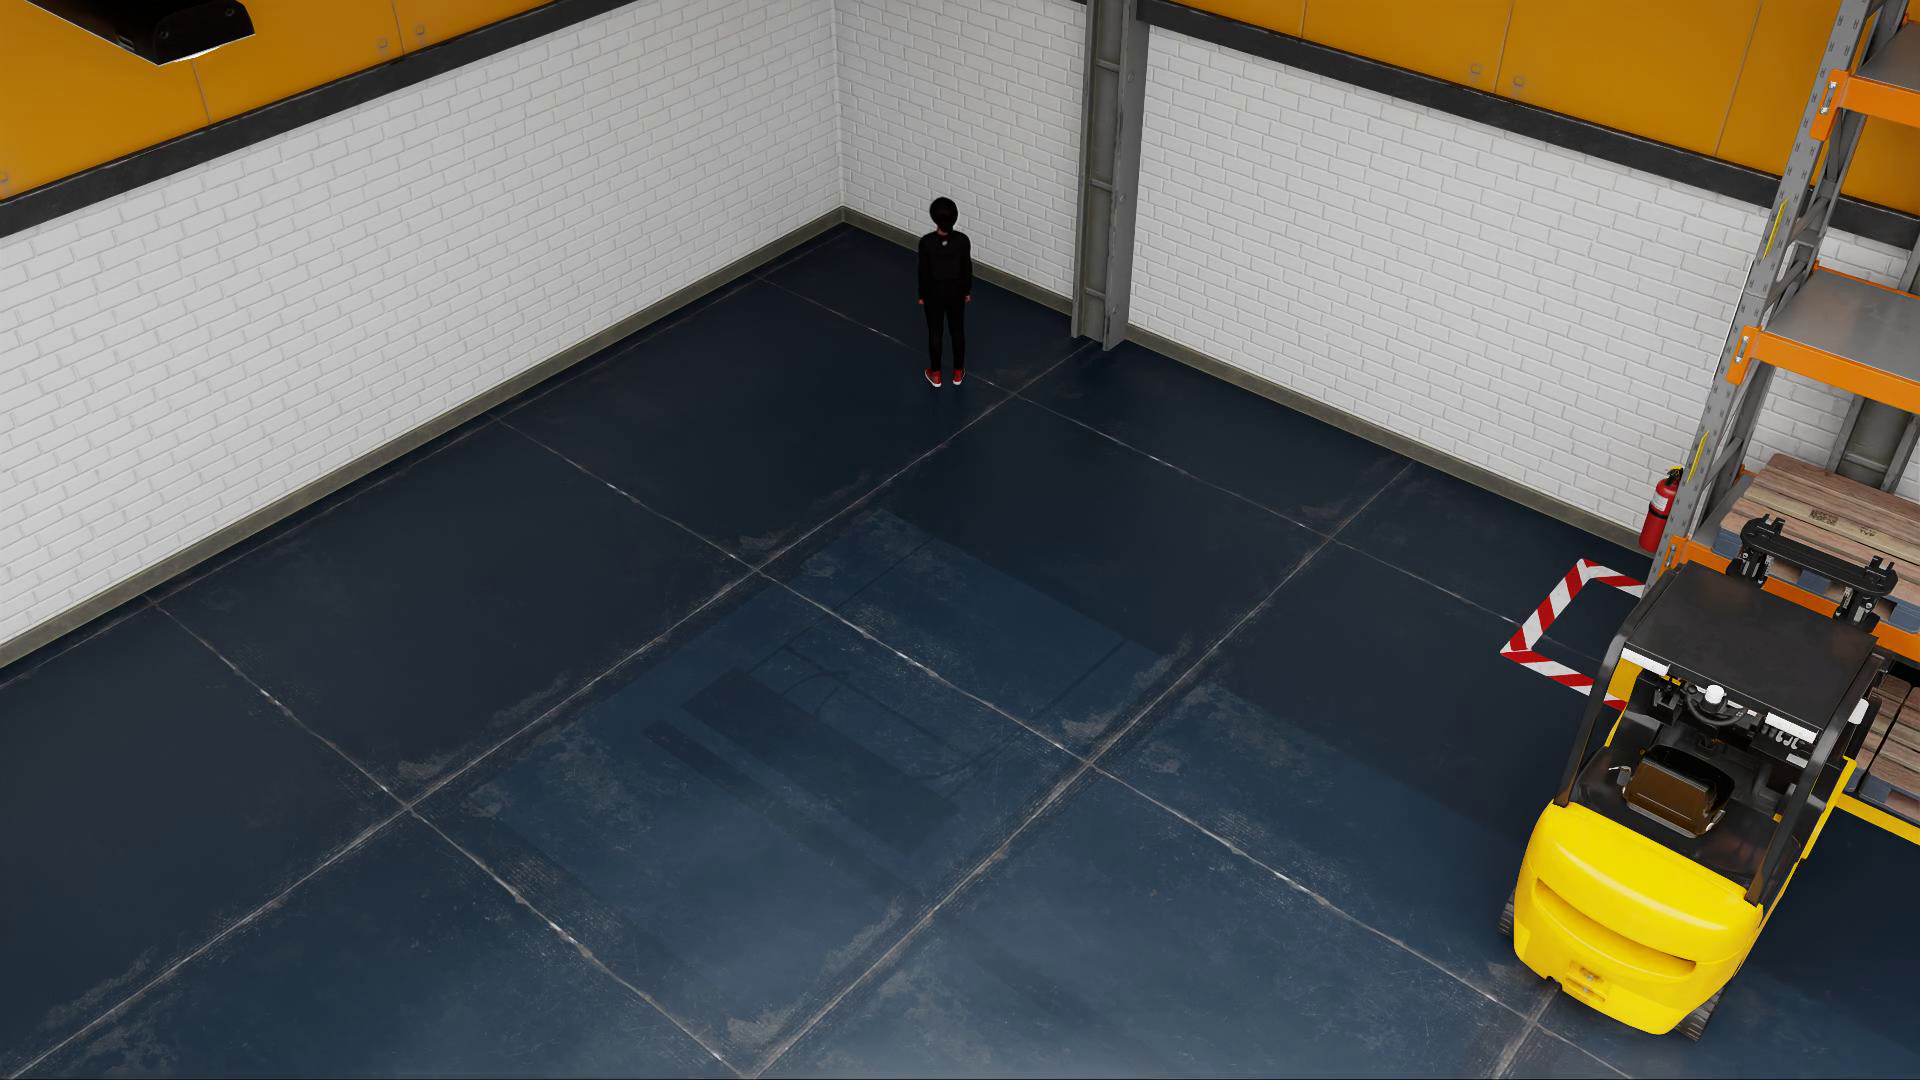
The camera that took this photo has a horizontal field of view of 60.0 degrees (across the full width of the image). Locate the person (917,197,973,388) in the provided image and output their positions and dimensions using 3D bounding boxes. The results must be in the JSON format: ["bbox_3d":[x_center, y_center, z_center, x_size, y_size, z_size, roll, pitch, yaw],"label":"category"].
[{"bbox_3d":[-0.125,-2.010,13.498,0.668,1.674,0.713,-6,39,-7],"label":"person"}]
